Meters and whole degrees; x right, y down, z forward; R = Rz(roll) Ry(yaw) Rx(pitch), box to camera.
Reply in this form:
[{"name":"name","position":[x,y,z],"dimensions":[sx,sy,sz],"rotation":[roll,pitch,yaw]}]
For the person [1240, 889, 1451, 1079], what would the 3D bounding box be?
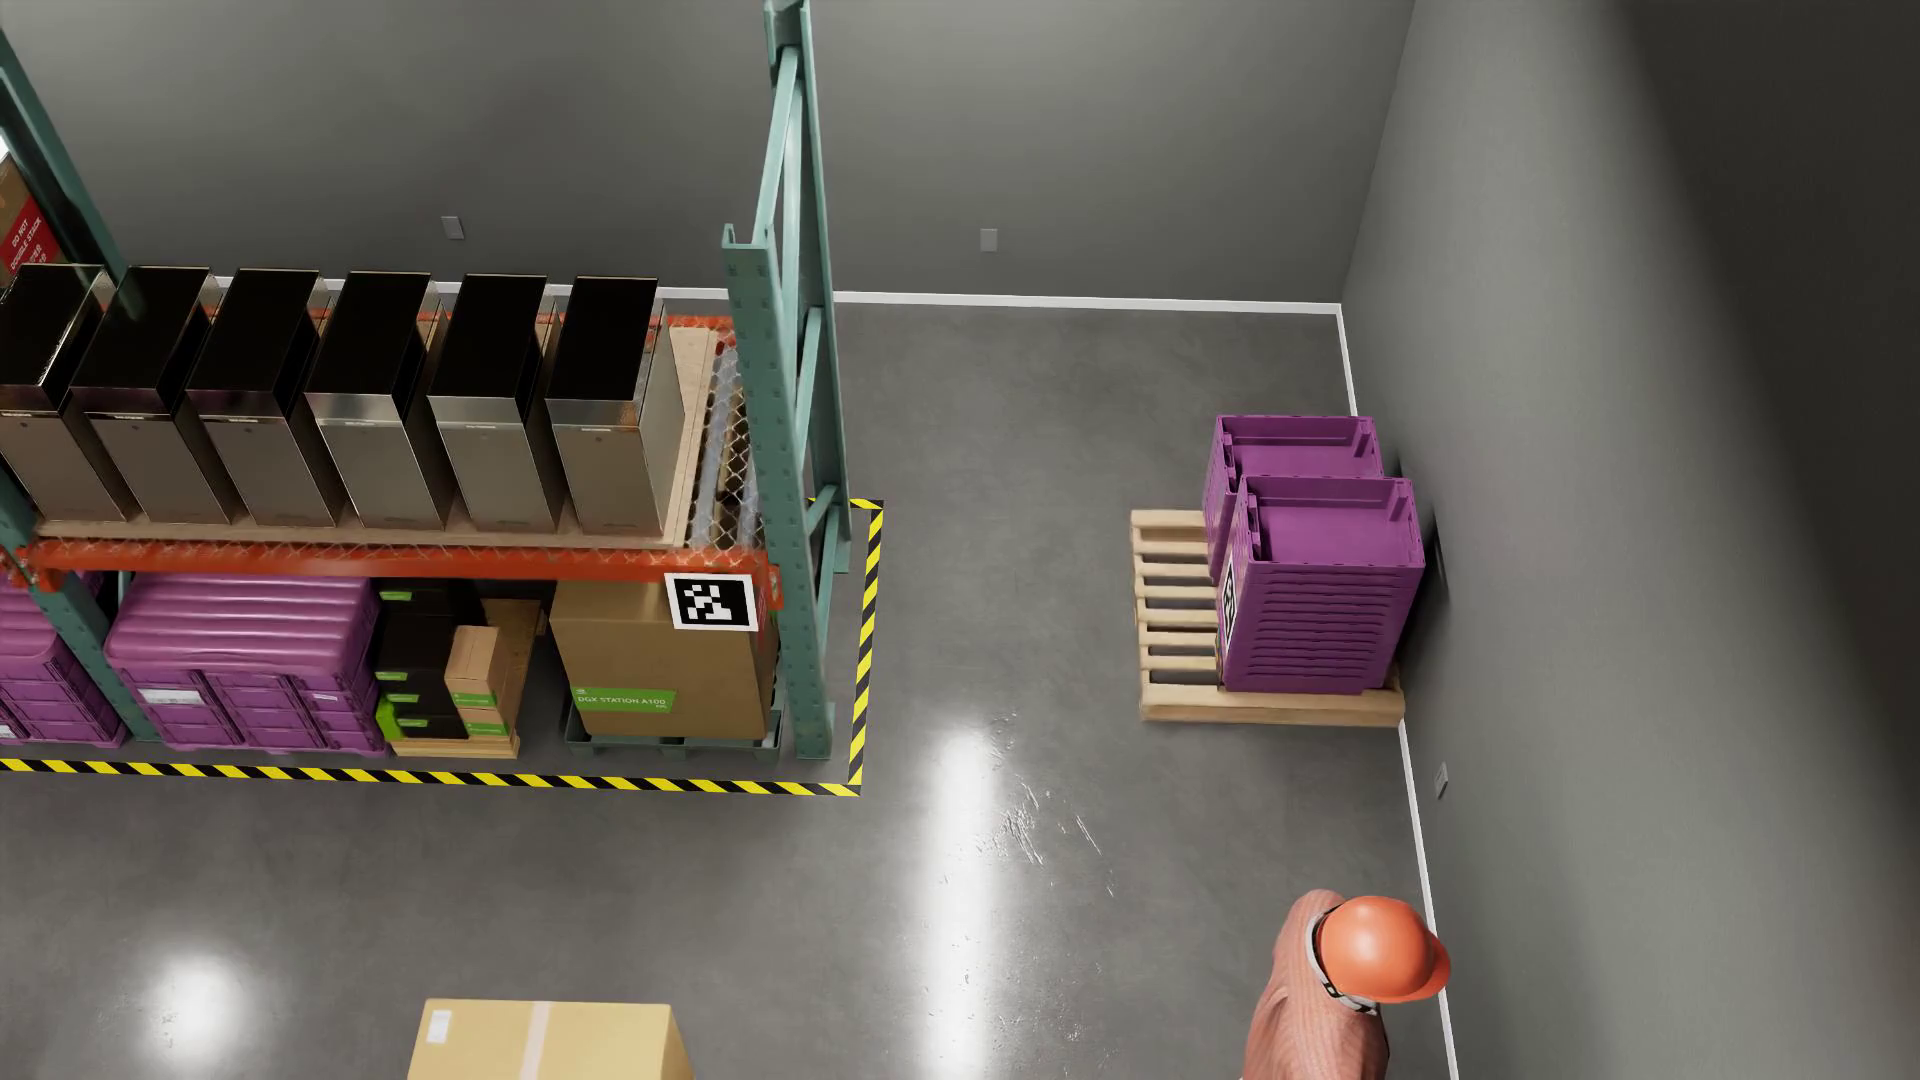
[{"name":"person","position":[0.943,1.471,4.504],"dimensions":[0.381,1.994,0.622],"rotation":[1,52,1]}]
